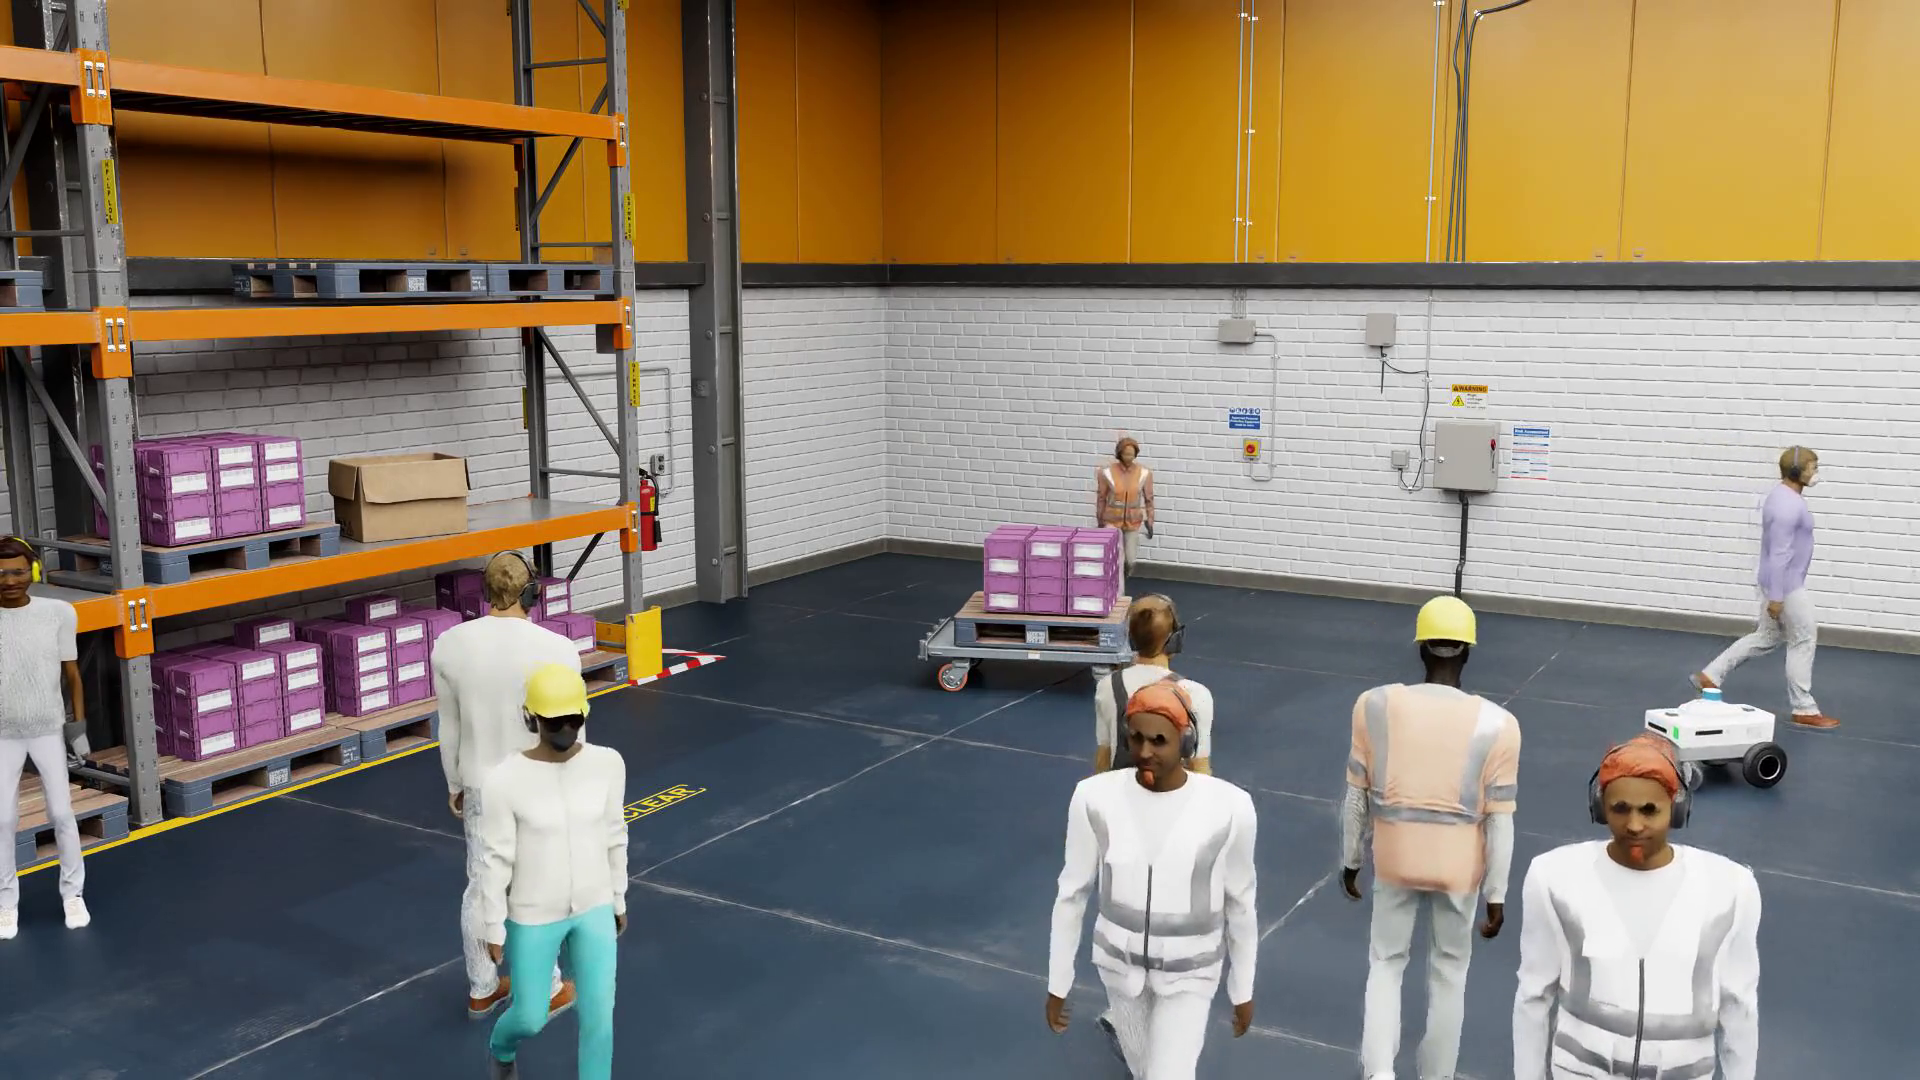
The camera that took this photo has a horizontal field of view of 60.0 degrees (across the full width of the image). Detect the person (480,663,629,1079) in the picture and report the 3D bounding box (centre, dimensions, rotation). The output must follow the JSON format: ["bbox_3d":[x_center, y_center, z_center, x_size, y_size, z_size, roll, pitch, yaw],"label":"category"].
[{"bbox_3d":[-1.409,1.253,5.741,0.531,1.748,0.705,-7,11,-36],"label":"person"}]

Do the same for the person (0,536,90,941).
[{"bbox_3d":[-4.277,0.896,7.613,0.505,1.860,0.320,-5,10,-26],"label":"person"}]

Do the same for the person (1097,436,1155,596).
[{"bbox_3d":[1.477,-0.163,15.034,0.522,1.604,0.701,-1,9,-5],"label":"person"}]

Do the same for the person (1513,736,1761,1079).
[{"bbox_3d":[1.751,1.410,4.360,0.594,1.866,0.550,3,10,19],"label":"person"}]

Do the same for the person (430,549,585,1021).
[{"bbox_3d":[-1.808,0.999,6.730,0.627,1.936,0.361,2,9,10],"label":"person"}]

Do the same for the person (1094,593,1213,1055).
[{"bbox_3d":[0.715,1.113,6.327,0.529,1.827,0.559,8,12,40],"label":"person"}]

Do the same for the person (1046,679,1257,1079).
[{"bbox_3d":[0.578,1.321,5.046,0.594,1.832,1.008,4,10,23],"label":"person"}]

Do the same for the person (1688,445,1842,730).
[{"bbox_3d":[5.453,0.301,11.169,0.891,1.914,0.637,4,10,25],"label":"person"}]

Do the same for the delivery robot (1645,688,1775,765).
[{"bbox_3d":[4.467,1.127,9.919,0.707,0.478,0.477,-2,9,-12],"label":"delivery robot"}]

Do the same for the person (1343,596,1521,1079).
[{"bbox_3d":[1.623,1.158,5.845,0.609,1.890,0.694,4,10,23],"label":"person"}]
